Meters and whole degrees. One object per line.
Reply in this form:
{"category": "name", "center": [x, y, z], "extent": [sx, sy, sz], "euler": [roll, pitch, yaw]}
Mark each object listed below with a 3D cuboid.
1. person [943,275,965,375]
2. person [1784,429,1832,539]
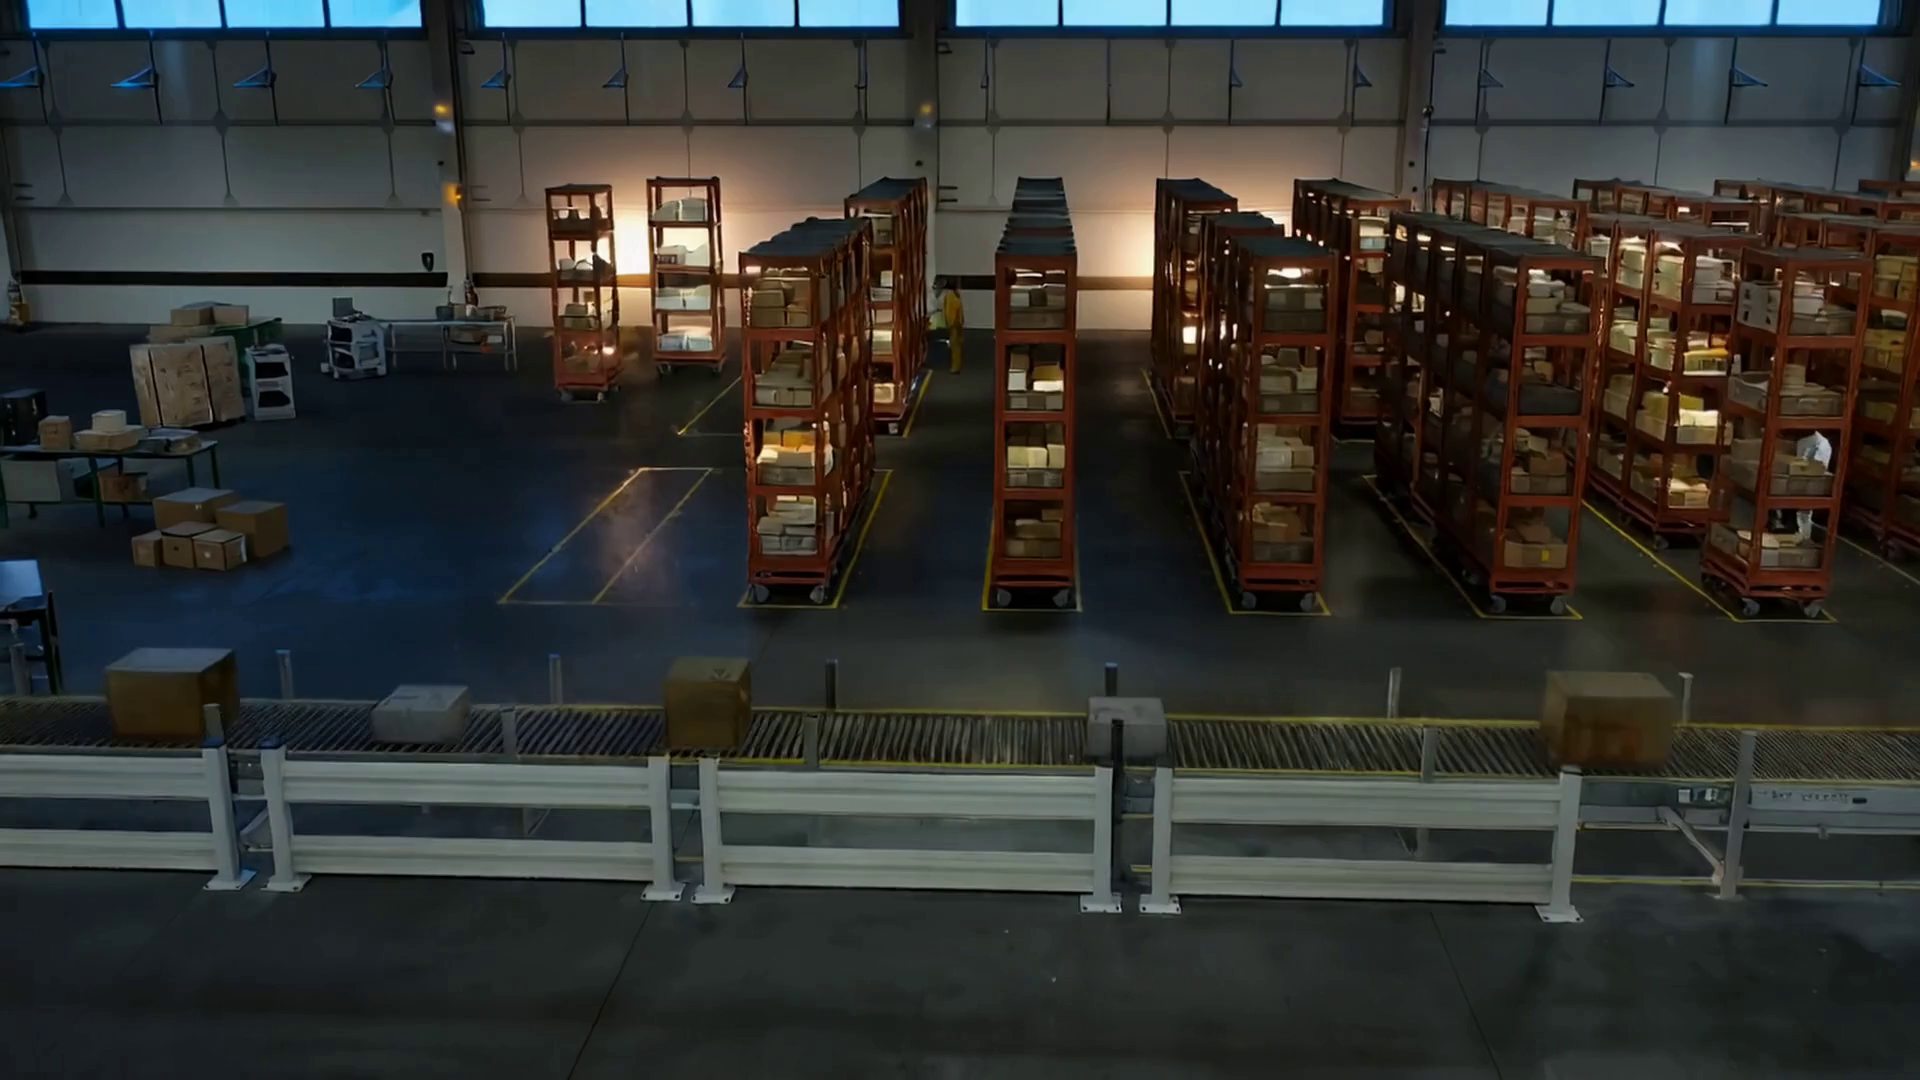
{"category": "person", "center": [-0.101, -3.994, 30.863], "extent": [0.388, 1.847, 0.563], "euler": [-2, 15, -7]}
{"category": "person", "center": [9.203, -0.586, 18.246], "extent": [0.403, 1.828, 0.595], "euler": [-4, 16, -15]}
